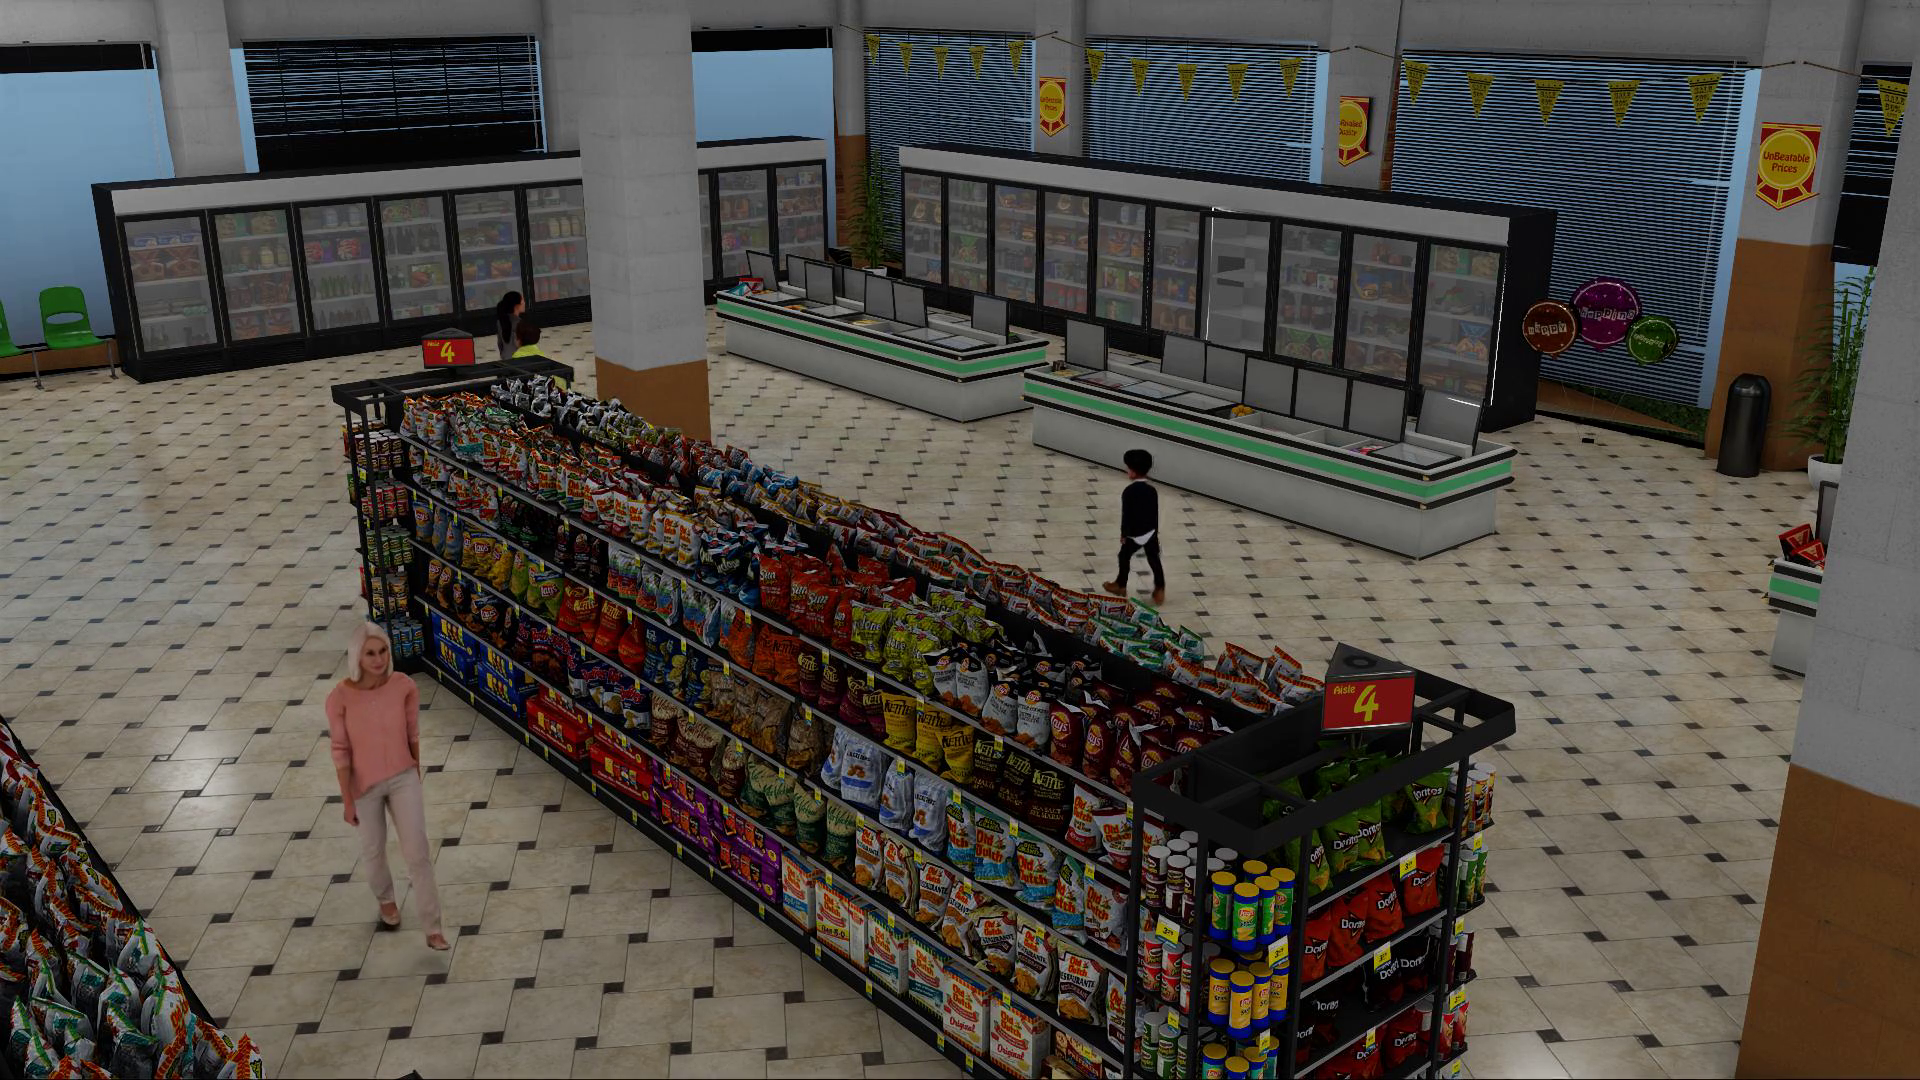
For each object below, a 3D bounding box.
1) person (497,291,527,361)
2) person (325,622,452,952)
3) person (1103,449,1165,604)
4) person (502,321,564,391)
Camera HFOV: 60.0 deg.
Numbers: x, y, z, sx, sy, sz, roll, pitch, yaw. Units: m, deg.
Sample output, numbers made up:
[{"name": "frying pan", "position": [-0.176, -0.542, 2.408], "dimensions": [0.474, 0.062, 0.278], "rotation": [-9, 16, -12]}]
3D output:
[{"name": "person", "position": [-4.484, -1.685, 16.854], "dimensions": [0.588, 1.677, 0.734], "rotation": [13, 23, 34]}, {"name": "person", "position": [-2.921, 1.189, 8.307], "dimensions": [0.718, 1.691, 1.046], "rotation": [-10, 21, -28]}, {"name": "person", "position": [1.422, -0.081, 12.845], "dimensions": [0.554, 1.198, 0.725], "rotation": [-10, 21, -28]}, {"name": "person", "position": [-3.518, -0.825, 13.840], "dimensions": [0.939, 1.972, 0.870], "rotation": [15, 24, 37]}]
